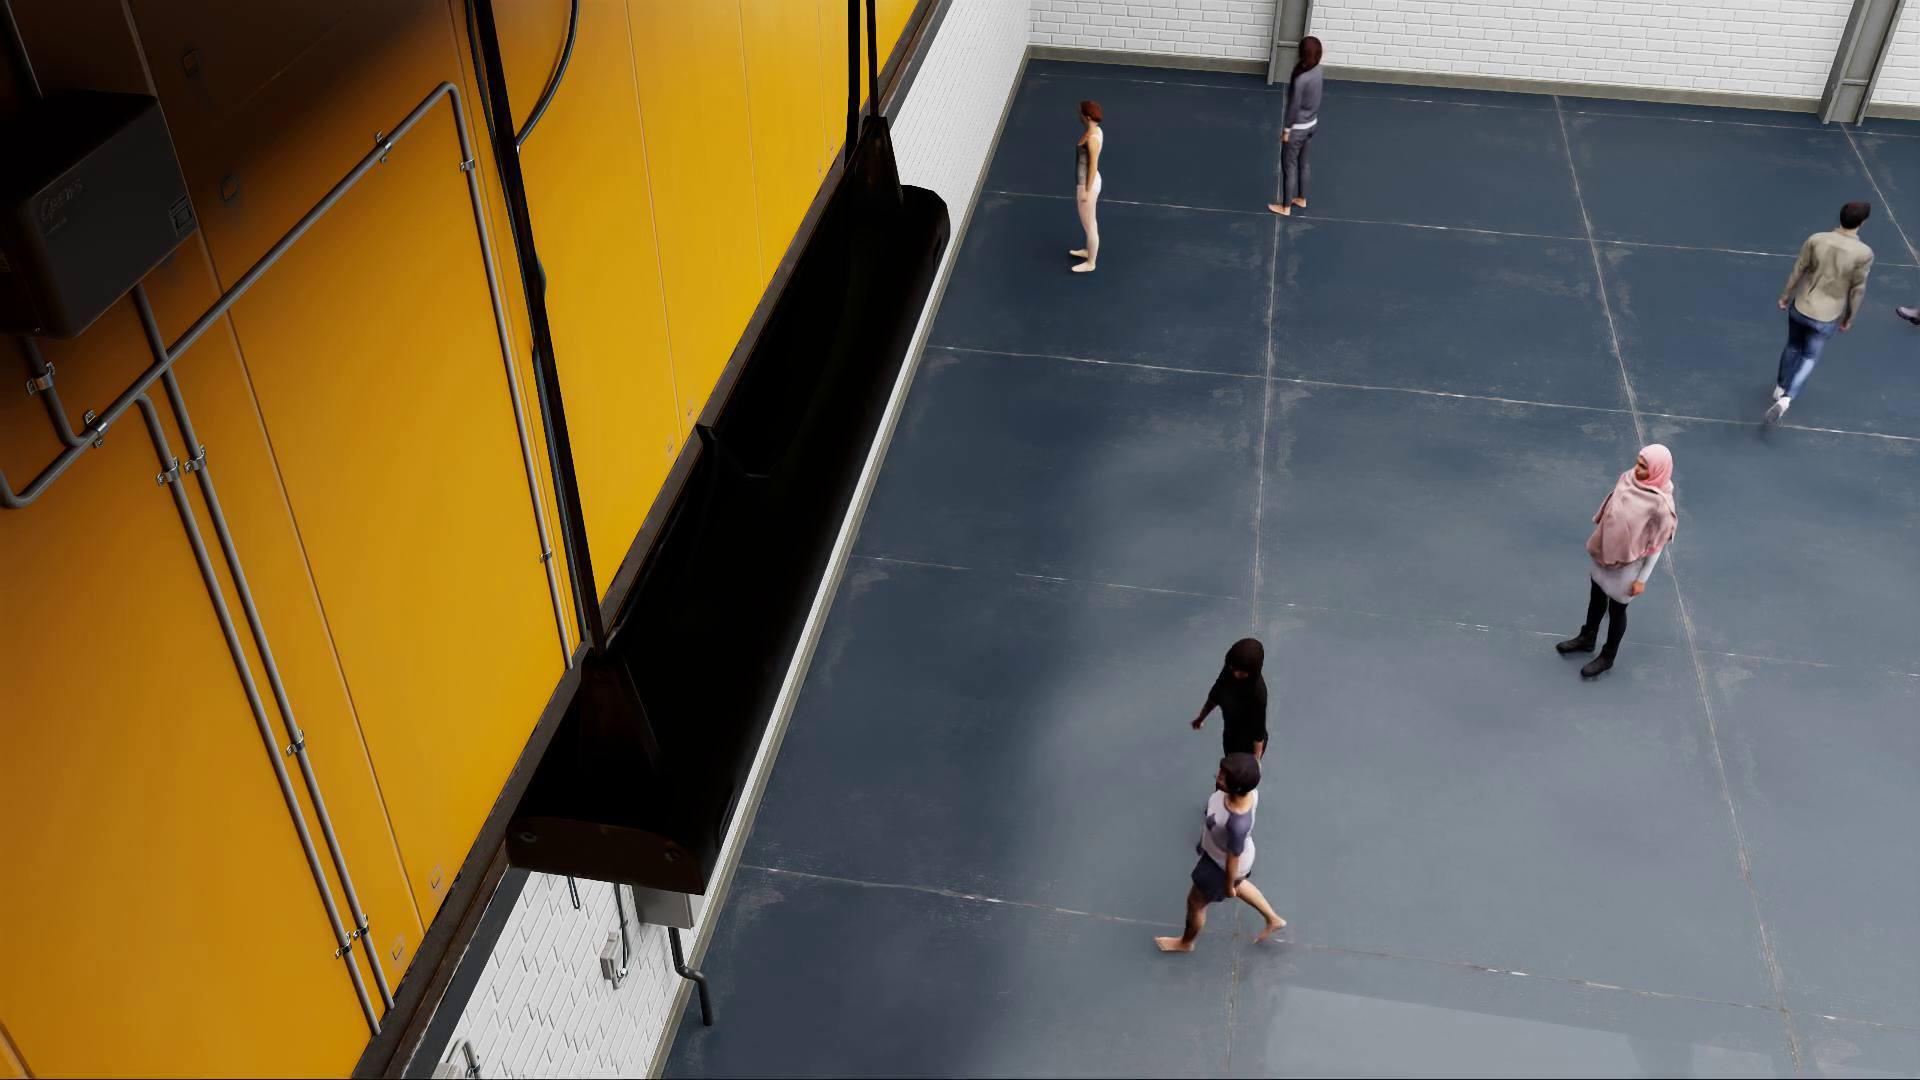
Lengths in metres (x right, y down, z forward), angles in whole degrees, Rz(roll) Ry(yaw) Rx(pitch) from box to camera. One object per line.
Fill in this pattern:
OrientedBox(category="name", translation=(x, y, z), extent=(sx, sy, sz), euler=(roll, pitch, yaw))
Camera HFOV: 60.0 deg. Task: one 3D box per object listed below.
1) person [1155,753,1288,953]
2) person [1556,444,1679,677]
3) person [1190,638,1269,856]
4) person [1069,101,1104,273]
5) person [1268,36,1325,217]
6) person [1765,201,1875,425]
OrientedBox(category="person", translation=(1.521, 1.719, 9.049), extent=(0.934, 1.541, 0.580), euler=(7, 39, 9))
OrientedBox(category="person", translation=(4.311, 0.129, 10.830), extent=(0.751, 1.803, 0.734), euler=(-13, 40, -16))
OrientedBox(category="person", translation=(1.707, 1.151, 9.695), extent=(0.788, 1.622, 0.778), euler=(-8, 39, -10))
OrientedBox(category="person", translation=(1.183, -3.238, 15.181), extent=(0.508, 1.636, 0.568), euler=(3, 39, 3))
OrientedBox(category="person", translation=(3.303, -4.000, 16.026), extent=(0.710, 1.772, 0.698), euler=(27, 46, 30))
OrientedBox(category="person", translation=(6.750, -1.770, 13.183), extent=(1.153, 1.835, 1.136), euler=(27, 46, 30))
